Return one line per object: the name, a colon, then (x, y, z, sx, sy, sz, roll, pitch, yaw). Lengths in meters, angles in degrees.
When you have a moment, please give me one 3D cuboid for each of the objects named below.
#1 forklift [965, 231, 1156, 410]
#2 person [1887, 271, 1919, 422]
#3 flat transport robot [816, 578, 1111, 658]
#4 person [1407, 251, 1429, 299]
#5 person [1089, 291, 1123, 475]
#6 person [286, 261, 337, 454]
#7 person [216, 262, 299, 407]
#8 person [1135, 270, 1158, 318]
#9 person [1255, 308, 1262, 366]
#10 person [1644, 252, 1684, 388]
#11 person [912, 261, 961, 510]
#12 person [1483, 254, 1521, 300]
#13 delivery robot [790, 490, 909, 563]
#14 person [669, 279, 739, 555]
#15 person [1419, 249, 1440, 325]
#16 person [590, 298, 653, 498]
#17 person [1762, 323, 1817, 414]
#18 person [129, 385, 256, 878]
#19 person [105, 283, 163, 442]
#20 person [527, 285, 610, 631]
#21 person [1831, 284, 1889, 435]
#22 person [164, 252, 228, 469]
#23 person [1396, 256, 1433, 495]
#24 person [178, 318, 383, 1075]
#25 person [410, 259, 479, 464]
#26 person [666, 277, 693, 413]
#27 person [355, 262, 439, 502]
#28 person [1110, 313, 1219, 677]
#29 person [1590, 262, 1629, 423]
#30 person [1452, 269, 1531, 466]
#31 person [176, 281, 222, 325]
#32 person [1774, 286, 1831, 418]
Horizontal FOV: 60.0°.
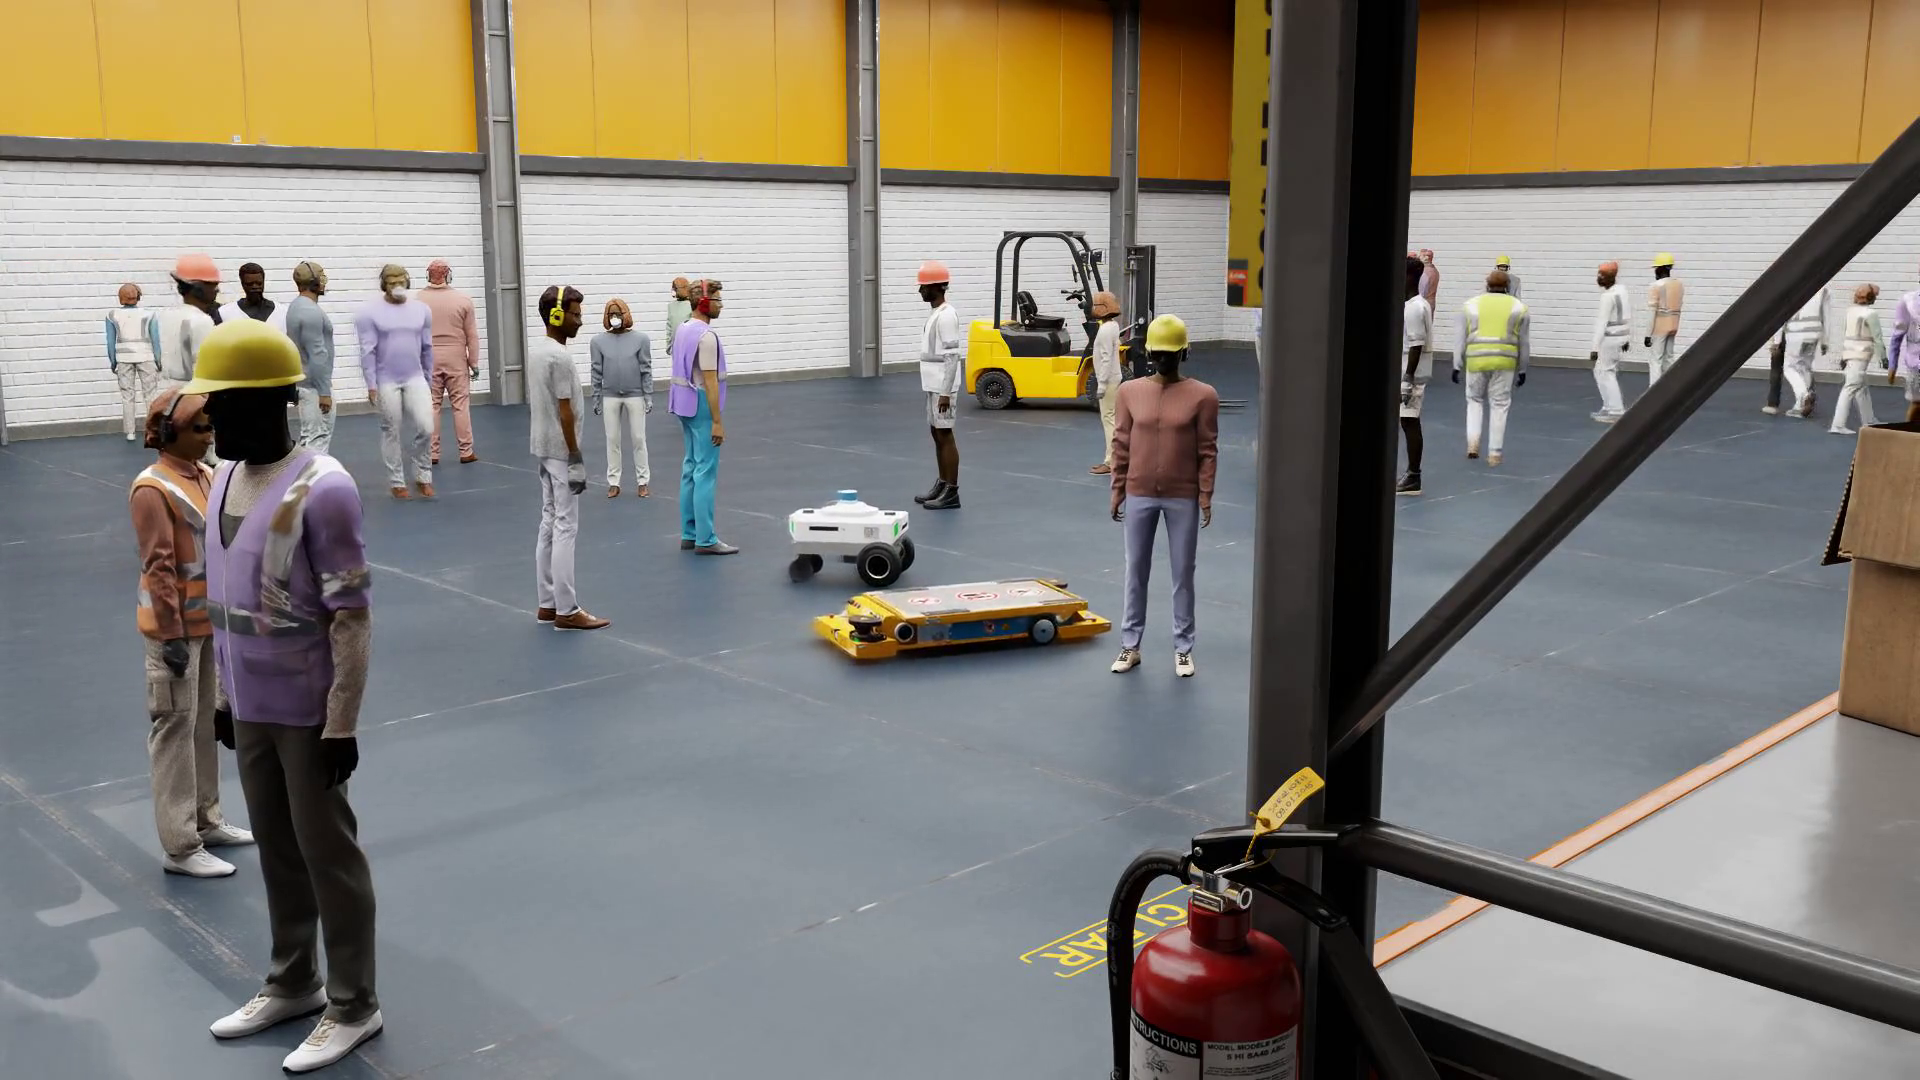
forklift: (1.222, -2.721, 20.561, 2.313, 2.155, 1.214, 2, 11, 13)
person: (8.910, -1.646, 15.270, 0.659, 1.999, 0.940, 7, 12, 33)
flat transport robot: (0.019, 0.397, 8.810, 1.431, 0.197, 0.652, -4, 11, -22)
person: (6.390, -3.161, 23.757, 0.652, 1.903, 0.403, -10, 14, -43)
person: (1.304, -1.399, 14.879, 0.285, 1.634, 0.499, 3, 11, 14)
person: (-4.914, -1.151, 12.700, 0.364, 1.939, 0.636, -6, 12, -32)
person: (-5.551, -1.229, 13.180, 0.599, 1.917, 0.375, -8, 13, -37)
person: (2.788, -3.255, 24.673, 0.526, 1.748, 0.545, 5, 11, 24)
person: (2.924, -1.585, 15.090, 0.365, 1.932, 0.543, -8, 13, -38)
person: (8.756, -2.619, 20.776, 0.592, 1.917, 0.403, -6, 12, -30)
person: (-0.185, -1.204, 12.997, 0.366, 1.933, 0.551, -2, 11, -12)
person: (8.422, -3.528, 25.948, 0.602, 1.830, 0.404, 1, 10, 4)
delivery robot: (-0.688, -0.066, 10.304, 0.707, 0.478, 0.477, 2, 11, 9)
person: (-1.745, -0.820, 11.150, 0.372, 1.843, 0.570, -6, 12, -28)
person: (7.471, -3.729, 26.835, 0.410, 1.911, 0.651, 6, 12, 31)
person: (-2.752, -1.151, 13.557, 0.502, 1.626, 0.282, -1, 10, -3)
person: (9.867, -2.369, 19.679, 0.513, 1.826, 0.767, -1, 10, -5)
person: (-2.591, 0.301, 5.603, 0.314, 1.639, 0.514, -1, 10, -4)
person: (-8.553, -1.838, 17.255, 0.515, 1.641, 0.314, -3, 11, -13)
person: (-2.159, -0.439, 9.036, 0.327, 1.862, 0.517, -7, 12, -32)
person: (9.733, -1.921, 17.791, 0.750, 1.611, 0.519, 1, 10, 3)
person: (-5.013, -0.849, 10.835, 0.691, 2.027, 0.612, -10, 14, -43)
person: (3.701, -1.352, 13.722, 0.366, 1.962, 0.614, 3, 11, 18)
person: (-1.747, 0.398, 4.281, 0.594, 1.926, 0.366, 8, 13, 36)
person: (-4.820, -1.656, 15.542, 0.652, 1.906, 0.408, -2, 11, -11)
person: (-3.324, -2.330, 19.961, 0.507, 1.632, 0.275, 6, 12, 30)
person: (-4.451, -1.238, 13.244, 0.630, 1.917, 0.610, -7, 13, -35)
person: (0.979, -0.212, 8.062, 0.522, 1.764, 0.318, 3, 11, 15)
person: (7.368, -2.233, 18.875, 0.482, 1.832, 0.664, 6, 12, 30)
person: (4.959, -1.607, 15.527, 0.674, 1.818, 0.494, 4, 11, 19)
person: (-7.706, -1.855, 16.925, 0.633, 1.785, 0.937, 7, 13, 34)
person: (9.811, -2.319, 19.290, 0.611, 1.866, 0.708, 0, 10, -1)
